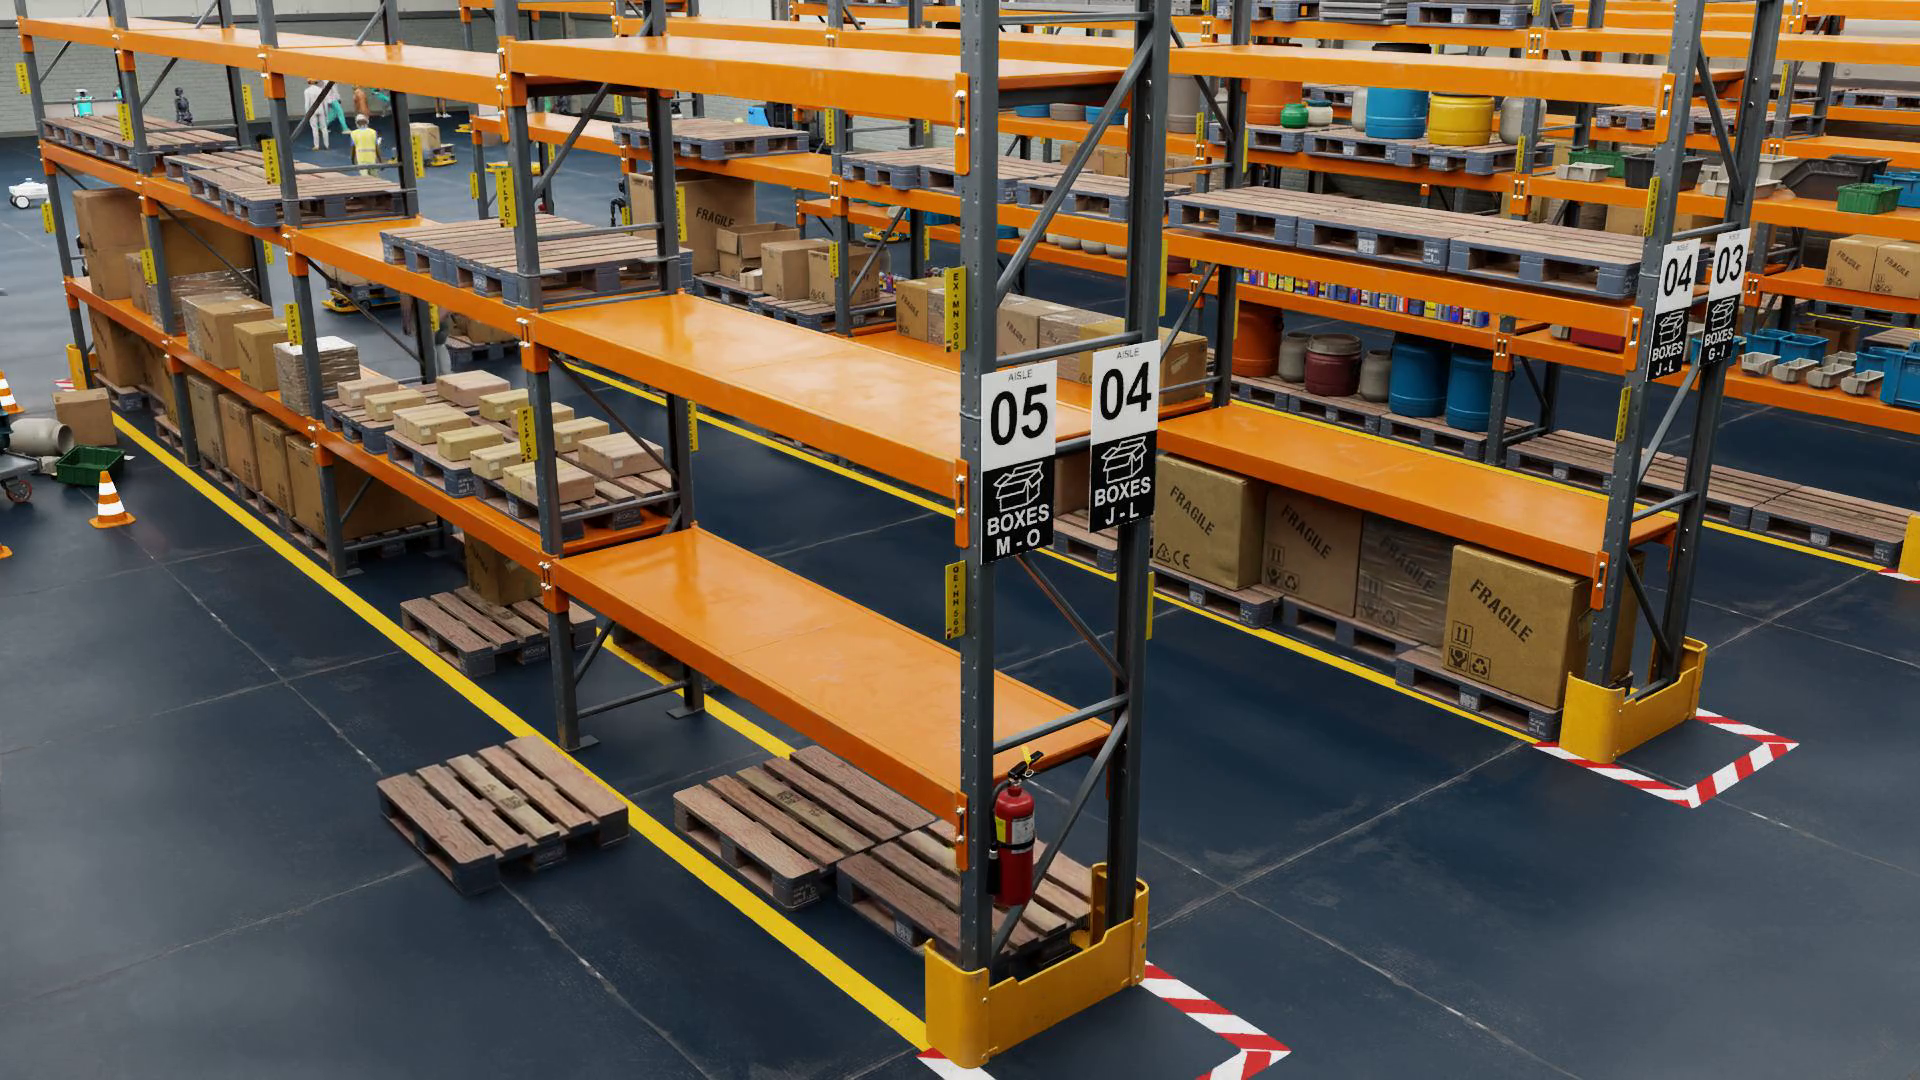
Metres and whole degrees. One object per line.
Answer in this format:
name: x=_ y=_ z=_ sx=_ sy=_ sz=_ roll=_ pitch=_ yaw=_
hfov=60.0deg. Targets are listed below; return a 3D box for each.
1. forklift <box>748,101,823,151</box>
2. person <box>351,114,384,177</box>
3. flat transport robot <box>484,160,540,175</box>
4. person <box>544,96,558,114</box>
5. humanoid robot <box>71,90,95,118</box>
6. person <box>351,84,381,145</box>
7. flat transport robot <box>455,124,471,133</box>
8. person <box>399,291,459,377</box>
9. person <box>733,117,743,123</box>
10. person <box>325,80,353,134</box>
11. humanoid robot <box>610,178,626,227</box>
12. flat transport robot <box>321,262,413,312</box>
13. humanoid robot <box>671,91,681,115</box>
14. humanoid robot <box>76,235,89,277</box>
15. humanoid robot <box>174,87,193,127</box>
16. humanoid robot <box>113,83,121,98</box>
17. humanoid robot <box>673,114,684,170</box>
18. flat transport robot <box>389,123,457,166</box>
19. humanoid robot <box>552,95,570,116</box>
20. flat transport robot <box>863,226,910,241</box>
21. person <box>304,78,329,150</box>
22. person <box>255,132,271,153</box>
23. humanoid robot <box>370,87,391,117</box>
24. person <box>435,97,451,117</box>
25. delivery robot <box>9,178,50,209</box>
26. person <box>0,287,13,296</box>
forklift: x=-4.526 y=-11.368 z=42.374 sx=1.129 sy=2.768 sz=1.873 roll=-15 pitch=24 yaw=-37
person: x=-11.614 y=-7.371 z=32.523 sx=0.566 sy=1.852 sz=0.939 roll=-10 pitch=22 yaw=-25
flat transport robot: x=-10.225 y=-8.589 z=38.379 sx=1.431 sy=0.231 sz=0.659 roll=11 pitch=22 yaw=28
person: x=-10.595 y=-11.147 z=43.157 sx=0.996 sy=1.925 sz=0.513 roll=1 pitch=19 yaw=3
humanoid robot: x=-20.654 y=-9.796 z=39.510 sx=0.531 sy=1.713 sz=0.787 roll=-15 pitch=25 yaw=-37
person: x=-15.297 y=-10.929 z=42.684 sx=0.552 sy=1.838 sz=0.761 roll=-11 pitch=22 yaw=-29
flat transport robot: x=-13.643 y=-11.749 z=47.372 sx=0.659 sy=0.231 sz=1.431 roll=9 pitch=21 yaw=24
person: x=-5.884 y=-2.459 z=18.431 sx=0.650 sy=1.928 sz=0.451 roll=-16 pitch=25 yaw=-39
person: x=-4.374 y=-7.552 z=33.198 sx=0.553 sy=1.749 sz=0.647 roll=0 pitch=19 yaw=1
person: x=-17.589 y=-12.351 z=46.672 sx=0.864 sy=1.868 sz=0.505 roll=-2 pitch=19 yaw=-6
humanoid robot: x=-4.919 y=-4.523 z=24.664 sx=0.599 sy=1.657 sz=0.315 roll=-15 pitch=24 yaw=-37
flat transport robot: x=-8.337 y=-3.485 z=23.854 sx=1.431 sy=0.231 sz=0.659 roll=-15 pitch=24 yaw=-37
humanoid robot: x=-7.897 y=-11.827 z=45.450 sx=0.599 sy=1.657 sz=0.315 roll=-15 pitch=24 yaw=-37
humanoid robot: x=-10.263 y=-3.038 z=20.167 sx=0.533 sy=1.677 sz=0.735 roll=-15 pitch=24 yaw=-37
humanoid robot: x=-19.415 y=-10.498 z=41.679 sx=0.384 sy=1.643 sz=0.599 roll=2 pitch=19 yaw=5
humanoid robot: x=-20.815 y=-10.524 z=41.683 sx=0.579 sy=1.774 sz=0.874 roll=-9 pitch=21 yaw=-25
humanoid robot: x=-5.947 y=-7.773 z=33.913 sx=1.035 sy=1.756 sz=0.544 roll=-1 pitch=19 yaw=-3
flat transport robot: x=-12.896 y=-9.142 z=39.954 sx=1.431 sy=0.231 sz=0.659 roll=4 pitch=20 yaw=12
humanoid robot: x=-11.093 y=-12.054 z=46.207 sx=0.609 sy=1.623 sz=0.797 roll=8 pitch=21 yaw=23
flat transport robot: x=-0.957 y=-5.503 z=29.598 sx=1.431 sy=0.231 sz=0.659 roll=-15 pitch=24 yaw=-37
person: x=-16.564 y=-11.006 z=42.810 sx=0.581 sy=1.895 sz=0.355 roll=-15 pitch=25 yaw=-37
person: x=-12.003 y=-6.066 z=28.709 sx=0.959 sy=1.929 sz=0.607 roll=0 pitch=19 yaw=-1
humanoid robot: x=-17.879 y=-13.868 z=51.238 sx=0.814 sy=1.801 sz=0.543 roll=-13 pitch=23 yaw=-34
person: x=-16.129 y=-14.042 z=51.477 sx=0.506 sy=1.876 sz=0.385 roll=7 pitch=21 yaw=19
delivery robot: x=-18.502 y=-6.909 z=33.124 sx=0.739 sy=0.566 sz=0.499 roll=-15 pitch=24 yaw=-37
person: x=-14.301 y=-4.481 z=24.350 sx=0.684 sy=1.814 sz=0.578 roll=-8 pitch=21 yaw=-21
